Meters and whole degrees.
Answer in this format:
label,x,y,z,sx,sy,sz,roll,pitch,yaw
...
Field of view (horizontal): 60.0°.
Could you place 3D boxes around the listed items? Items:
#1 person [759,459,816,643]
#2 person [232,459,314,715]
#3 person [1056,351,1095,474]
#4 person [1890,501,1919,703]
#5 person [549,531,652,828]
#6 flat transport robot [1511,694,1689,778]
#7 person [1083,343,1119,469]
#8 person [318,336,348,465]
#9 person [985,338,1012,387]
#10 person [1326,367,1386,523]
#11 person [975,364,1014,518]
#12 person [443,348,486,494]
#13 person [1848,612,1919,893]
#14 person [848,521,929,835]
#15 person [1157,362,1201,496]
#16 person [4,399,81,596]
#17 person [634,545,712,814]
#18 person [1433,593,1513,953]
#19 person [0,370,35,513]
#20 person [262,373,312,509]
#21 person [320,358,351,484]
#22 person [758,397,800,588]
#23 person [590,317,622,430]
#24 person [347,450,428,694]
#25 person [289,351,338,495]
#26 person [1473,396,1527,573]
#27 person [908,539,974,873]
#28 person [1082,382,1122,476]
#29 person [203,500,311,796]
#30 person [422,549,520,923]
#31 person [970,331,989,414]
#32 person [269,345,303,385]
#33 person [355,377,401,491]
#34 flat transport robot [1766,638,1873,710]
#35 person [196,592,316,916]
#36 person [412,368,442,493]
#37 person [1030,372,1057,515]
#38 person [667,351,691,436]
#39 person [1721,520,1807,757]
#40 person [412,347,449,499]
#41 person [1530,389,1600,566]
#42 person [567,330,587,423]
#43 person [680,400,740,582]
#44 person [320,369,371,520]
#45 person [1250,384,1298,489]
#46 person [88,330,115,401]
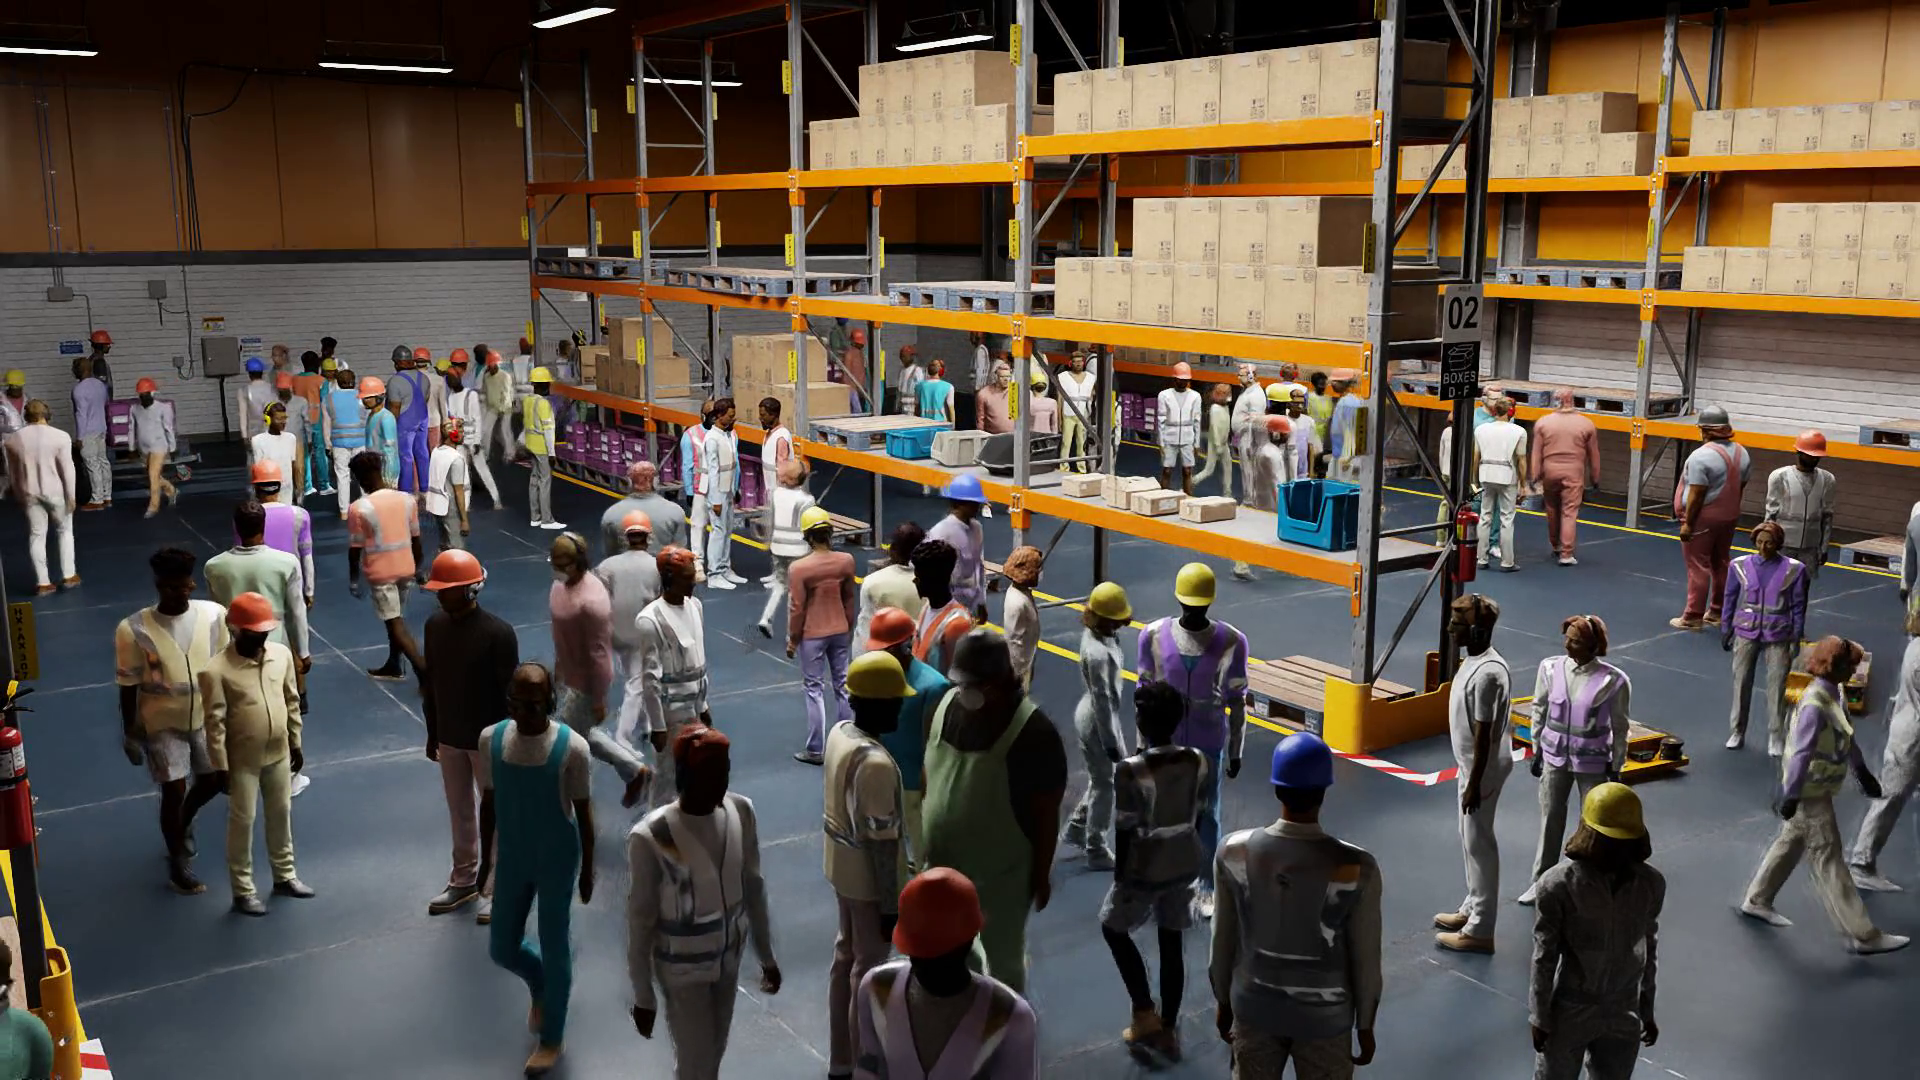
label,x,y,z,sx,sy,sz,roll,pitch,yaw
person,-1.469,0.109,14.356,0.536,1.627,0.387,8,14,36
person,-5.064,0.363,12.303,0.548,1.925,0.392,-8,13,-34
person,1.592,-1.688,22.990,0.567,1.847,0.389,-4,12,-18
person,7.321,0.349,12.450,0.403,1.897,0.654,-4,12,-21
person,-2.178,0.845,9.896,0.699,1.899,0.701,-6,13,-29
flat transport robot,4.271,1.329,11.594,0.652,0.197,1.431,-5,12,-25
person,2.034,-1.995,24.062,0.535,2.000,0.680,-1,11,-7
person,-9.333,-2.047,24.602,0.637,1.930,0.529,-3,11,-15
person,0.593,-1.838,23.260,0.556,2.000,0.755,-1,11,-4
person,4.491,-1.019,19.110,0.728,2.025,0.626,0,11,-1
person,0.511,-1.210,20.428,0.642,1.901,0.397,-3,11,-13
person,-6.647,-1.585,22.226,0.543,1.940,0.361,4,12,22
person,5.288,1.112,9.007,0.782,1.715,0.493,5,12,25
person,-0.416,0.831,10.066,0.693,1.865,0.583,-7,13,-32
person,2.686,-1.224,20.398,0.546,1.932,0.378,0,11,-1
person,-9.029,-0.430,16.399,0.638,1.901,0.746,-2,11,-11
person,-1.575,0.966,9.327,0.370,1.887,0.583,4,12,19
person,2.604,1.169,8.414,0.347,1.839,0.501,2,11,9
person,-11.715,-1.211,20.640,0.531,1.809,0.623,6,12,26
person,-8.475,-1.233,20.958,0.586,1.721,0.789,-4,12,-19
person,-8.695,-1.647,23.044,0.492,1.742,0.320,-11,15,-44
person,-1.819,-0.479,16.655,0.405,1.909,0.597,-3,12,-17
person,-5.939,-2.766,28.124,0.612,1.995,0.378,2,11,9
person,-4.395,0.250,12.919,0.901,1.913,0.639,6,13,28
person,-8.606,-1.544,22.077,0.592,1.915,0.375,2,11,12
person,5.606,-0.573,17.307,0.563,1.838,0.390,9,14,39
person,-0.094,0.958,9.145,0.369,1.963,0.608,-3,12,-17
person,1.796,-1.213,21.091,0.516,1.641,0.308,5,12,24
person,-4.460,0.705,10.587,0.592,1.911,0.388,-1,11,-5
person,-2.580,1.022,8.740,0.622,1.992,0.396,5,12,26
person,0.312,-2.542,27.291,0.370,1.879,0.579,1,11,3
person,-9.598,-1.852,23.732,0.684,1.885,0.668,7,13,30
person,-6.100,-0.704,17.487,0.408,2.033,0.616,-7,13,-33
flat transport robot,6.788,1.034,13.101,0.652,0.197,1.431,7,13,30
person,-3.737,1.125,8.867,0.353,1.741,0.567,6,13,29
person,-7.108,-1.452,22.079,0.488,1.737,0.323,4,12,19
person,0.965,-1.203,20.713,0.533,1.767,0.326,-6,12,-26
person,-4.374,-2.085,25.565,0.505,1.632,0.269,3,11,14
person,5.539,0.667,11.496,0.525,1.631,0.313,7,13,31
person,-7.035,-1.533,21.847,0.620,1.986,0.408,-3,12,-17
person,6.510,-0.693,17.884,0.689,1.844,0.986,5,12,24
person,-6.131,-2.448,26.821,0.523,1.870,0.317,10,15,41
person,-2.521,-0.509,16.967,0.624,1.845,0.430,-7,13,-32
person,-7.451,-1.166,20.337,0.633,1.839,0.429,-4,12,-18
person,3.346,-0.689,17.667,0.369,1.928,0.586,-10,15,-42
person,-12.495,-2.039,24.297,0.404,2.038,0.605,-8,13,-34
